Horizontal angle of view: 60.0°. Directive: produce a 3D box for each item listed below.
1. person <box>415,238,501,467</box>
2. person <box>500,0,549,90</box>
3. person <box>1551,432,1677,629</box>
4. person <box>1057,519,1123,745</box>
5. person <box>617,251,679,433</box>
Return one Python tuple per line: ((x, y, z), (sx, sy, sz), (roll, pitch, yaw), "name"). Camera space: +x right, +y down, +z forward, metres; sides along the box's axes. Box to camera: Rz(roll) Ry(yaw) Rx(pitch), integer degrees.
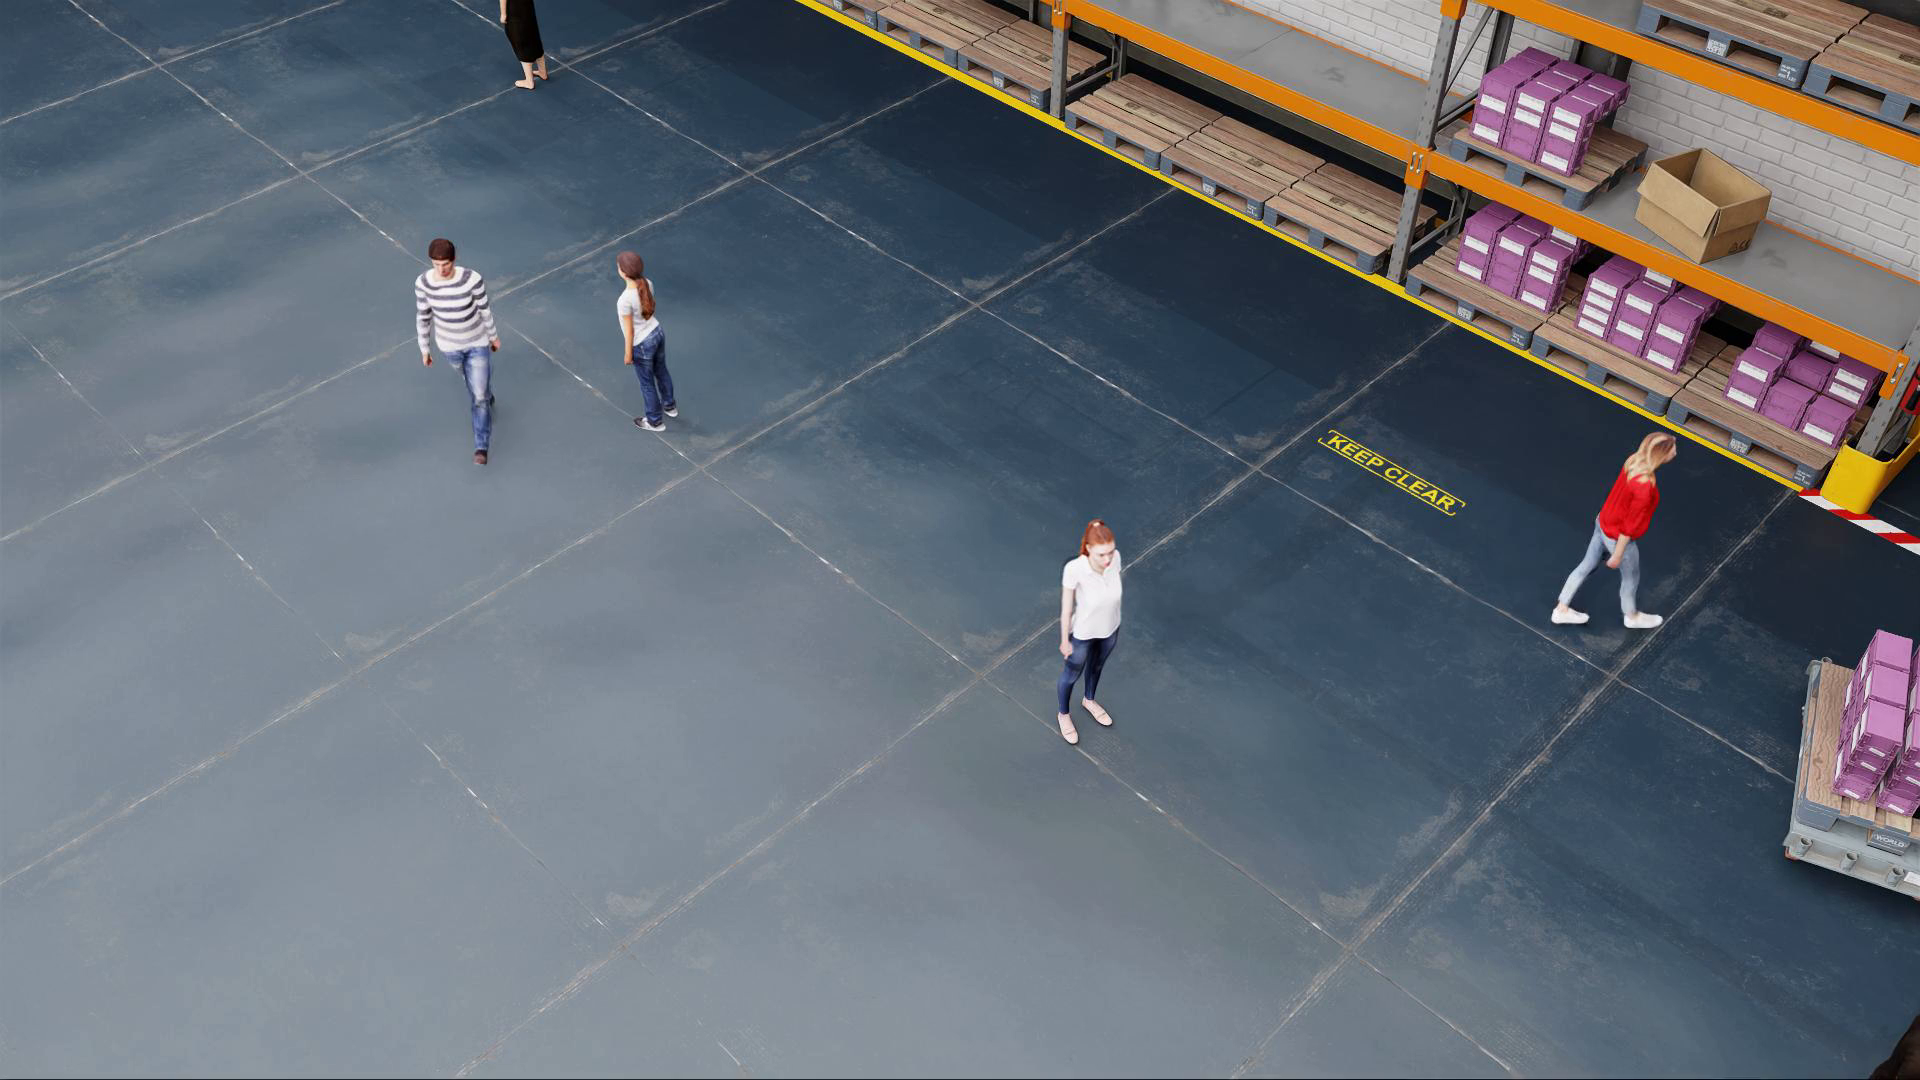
((-3.688, -1.522, 12.420), (1.199, 1.785, 1.256), (1, 44, 1), "person")
((-4.367, -5.268, 16.469), (0.632, 1.625, 0.622), (23, 48, 22), "person")
((4.241, -0.043, 10.946), (1.065, 1.678, 0.986), (2, 44, 2), "person")
((0.806, 0.544, 10.287), (0.621, 1.737, 0.599), (-22, 48, -22), "person")
((-2.388, -1.517, 12.578), (0.598, 1.562, 0.595), (20, 47, 20), "person")
